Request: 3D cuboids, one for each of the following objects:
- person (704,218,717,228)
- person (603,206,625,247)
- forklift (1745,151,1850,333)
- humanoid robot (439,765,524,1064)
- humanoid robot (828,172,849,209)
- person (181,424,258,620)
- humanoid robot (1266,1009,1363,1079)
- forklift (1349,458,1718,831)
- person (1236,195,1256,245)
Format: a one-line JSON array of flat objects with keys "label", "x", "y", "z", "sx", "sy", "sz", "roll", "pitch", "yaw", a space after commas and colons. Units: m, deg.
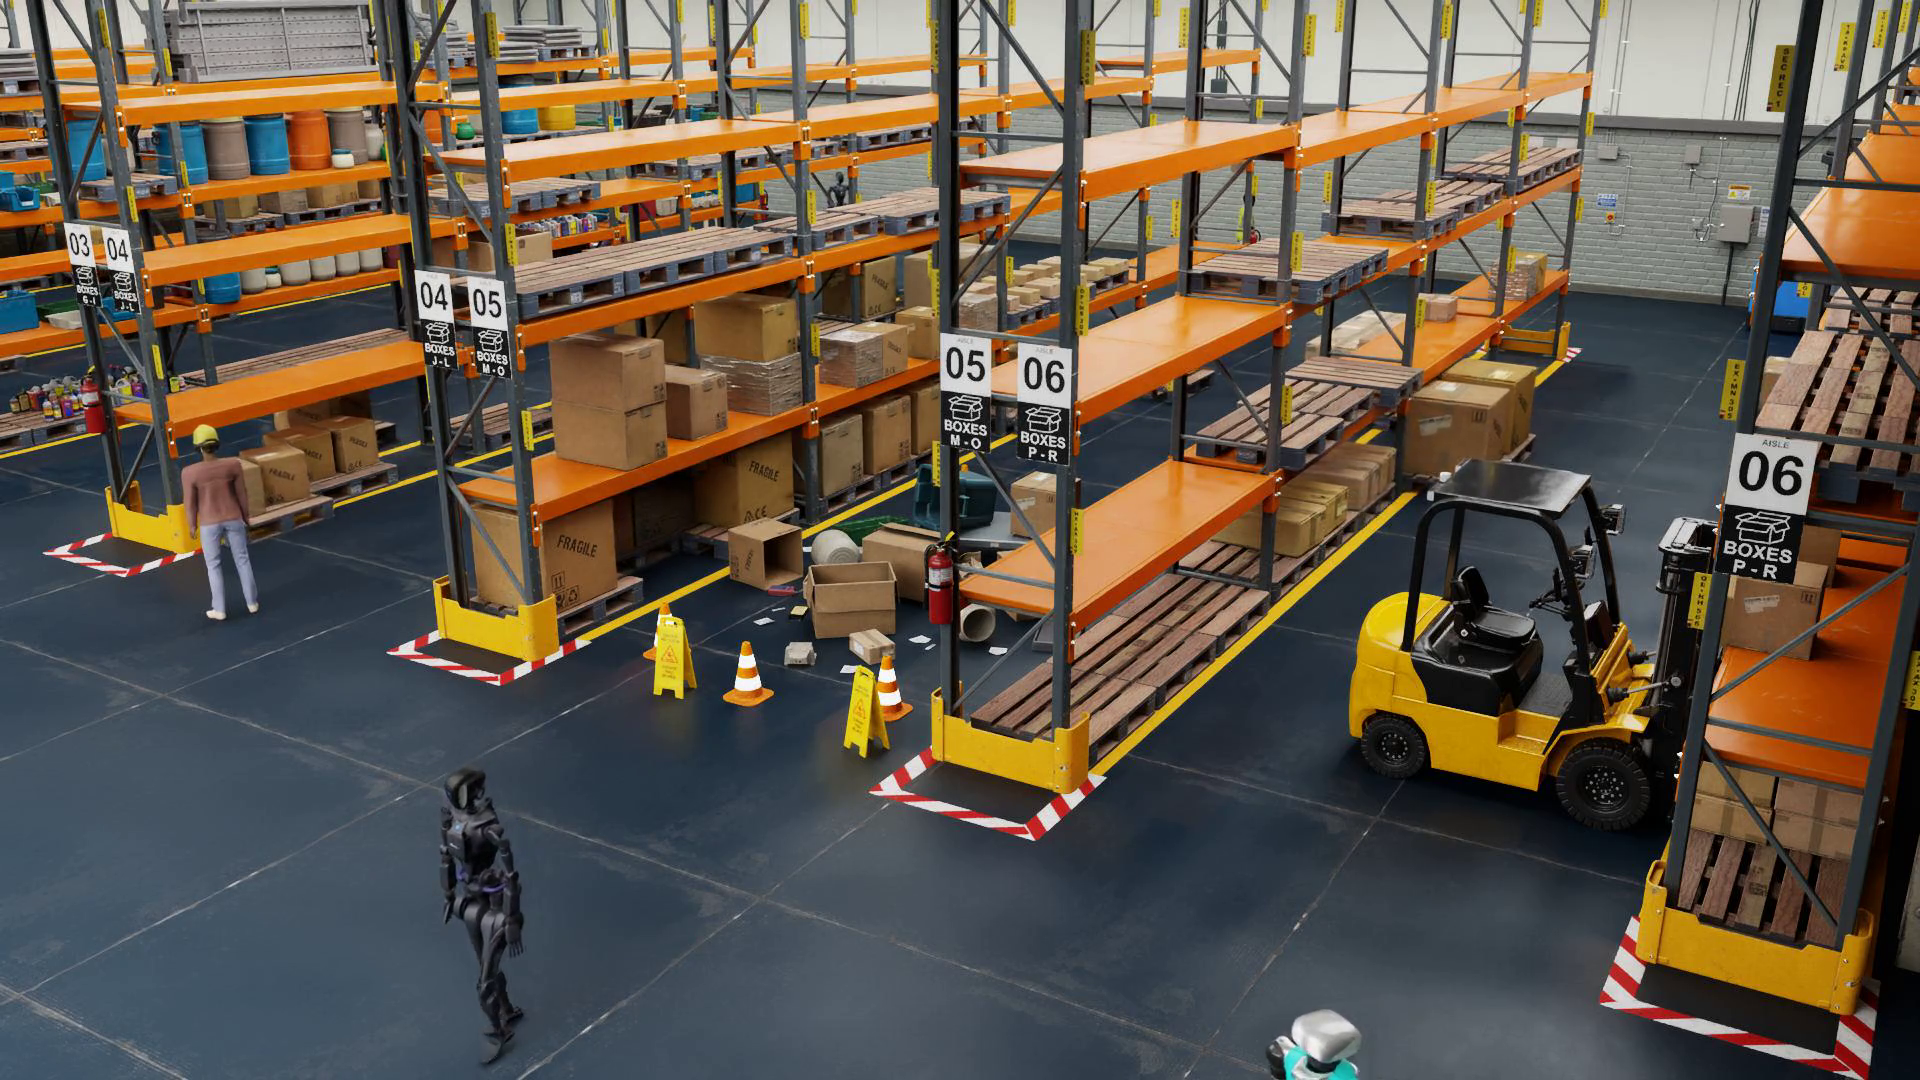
[{"label": "person", "x": -5.239, "y": -7.063, "z": 34.869, "sx": 0.489, "sy": 1.688, "sz": 0.352, "roll": -6, "pitch": 20, "yaw": -17}, {"label": "person", "x": -6.554, "y": -5.969, "z": 31.544, "sx": 0.523, "sy": 1.789, "sz": 0.404, "roll": 0, "pitch": 19, "yaw": -1}, {"label": "forklift", "x": 13.620, "y": -4.667, "z": 26.137, "sx": 1.873, "sy": 2.768, "sz": 1.129, "roll": 11, "pitch": 22, "yaw": 29}, {"label": "humanoid robot", "x": -2.546, "y": 1.943, "z": 8.840, "sx": 0.612, "sy": 1.646, "sz": 0.458, "roll": 12, "pitch": 23, "yaw": 32}, {"label": "humanoid robot", "x": -2.383, "y": -6.592, "z": 33.542, "sx": 0.603, "sy": 1.636, "sz": 0.682, "roll": -10, "pitch": 21, "yaw": -26}, {"label": "person", "x": -6.608, "y": -0.170, "z": 14.841, "sx": 0.536, "sy": 1.754, "sz": 0.377, "roll": -16, "pitch": 25, "yaw": -38}, {"label": "humanoid robot", "x": 1.626, "y": 2.639, "z": 6.778, "sx": 0.789, "sy": 1.785, "sz": 0.540, "roll": -14, "pitch": 23, "yaw": -34}, {"label": "forklift", "x": 3.988, "y": 0.658, "z": 11.776, "sx": 2.313, "sy": 2.155, "sz": 1.214, "roll": 11, "pitch": 22, "yaw": 29}, {"label": "person", "x": 5.208, "y": -5.505, "z": 30.358, "sx": 0.319, "sy": 1.685, "sz": 0.540, "roll": -2, "pitch": 19, "yaw": -6}]
